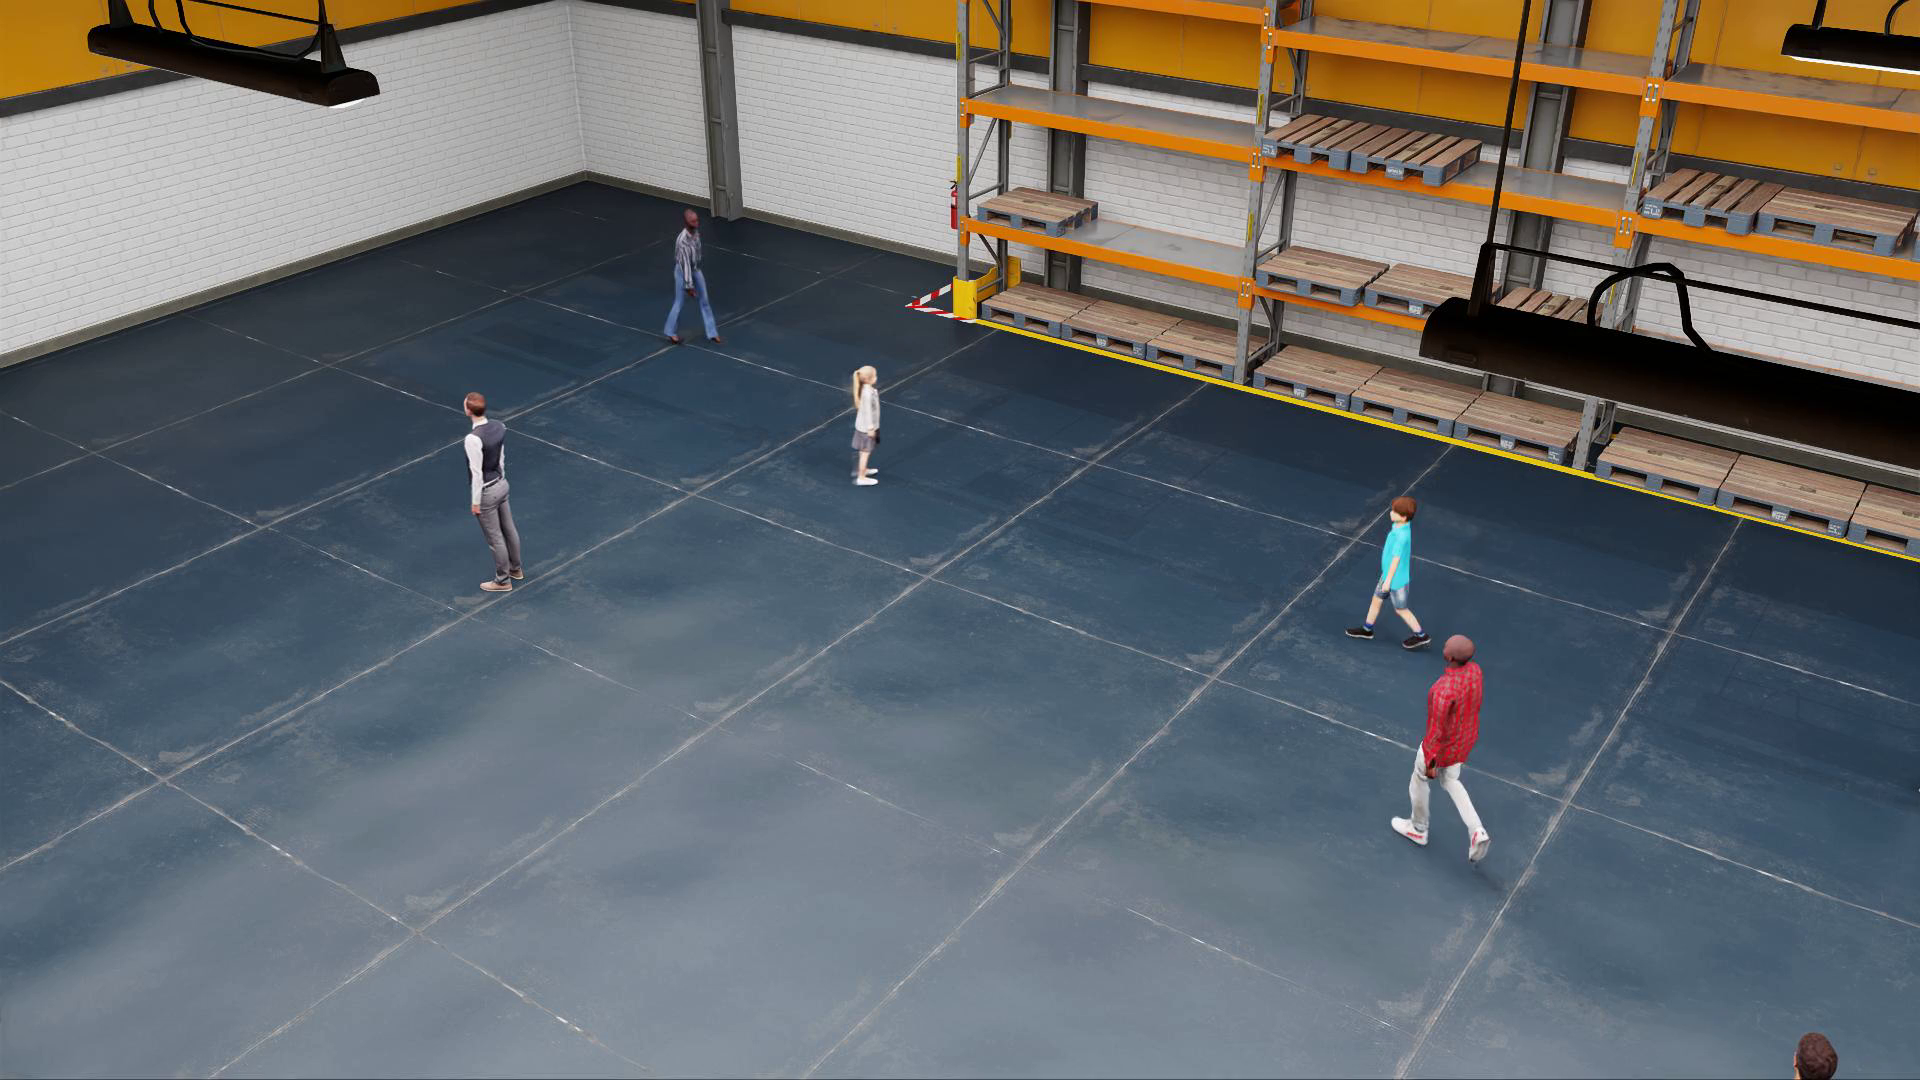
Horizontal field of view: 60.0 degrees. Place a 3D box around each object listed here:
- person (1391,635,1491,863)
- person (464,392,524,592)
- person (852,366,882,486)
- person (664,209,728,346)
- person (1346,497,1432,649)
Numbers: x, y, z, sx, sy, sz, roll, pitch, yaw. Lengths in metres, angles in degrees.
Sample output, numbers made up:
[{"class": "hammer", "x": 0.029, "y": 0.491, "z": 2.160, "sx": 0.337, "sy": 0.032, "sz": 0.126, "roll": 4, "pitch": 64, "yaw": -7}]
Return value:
[{"class": "person", "x": 3.498, "y": 1.474, "z": 11.710, "sx": 0.887, "sy": 1.800, "sz": 1.111, "roll": -19, "pitch": 34, "yaw": -31}, {"class": "person", "x": -4.262, "y": -0.452, "z": 15.097, "sx": 0.664, "sy": 1.939, "sz": 0.726, "roll": 9, "pitch": 30, "yaw": 16}, {"class": "person", "x": -0.966, "y": -1.201, "z": 17.166, "sx": 0.661, "sy": 1.271, "sz": 0.609, "roll": -2, "pitch": 29, "yaw": -4}, {"class": "person", "x": -3.396, "y": -3.192, "z": 20.320, "sx": 1.139, "sy": 1.747, "sz": 0.841, "roll": 7, "pitch": 29, "yaw": 12}, {"class": "person", "x": 3.812, "y": 0.298, "z": 14.259, "sx": 1.016, "sy": 1.425, "sz": 0.781, "roll": 5, "pitch": 29, "yaw": 9}]
